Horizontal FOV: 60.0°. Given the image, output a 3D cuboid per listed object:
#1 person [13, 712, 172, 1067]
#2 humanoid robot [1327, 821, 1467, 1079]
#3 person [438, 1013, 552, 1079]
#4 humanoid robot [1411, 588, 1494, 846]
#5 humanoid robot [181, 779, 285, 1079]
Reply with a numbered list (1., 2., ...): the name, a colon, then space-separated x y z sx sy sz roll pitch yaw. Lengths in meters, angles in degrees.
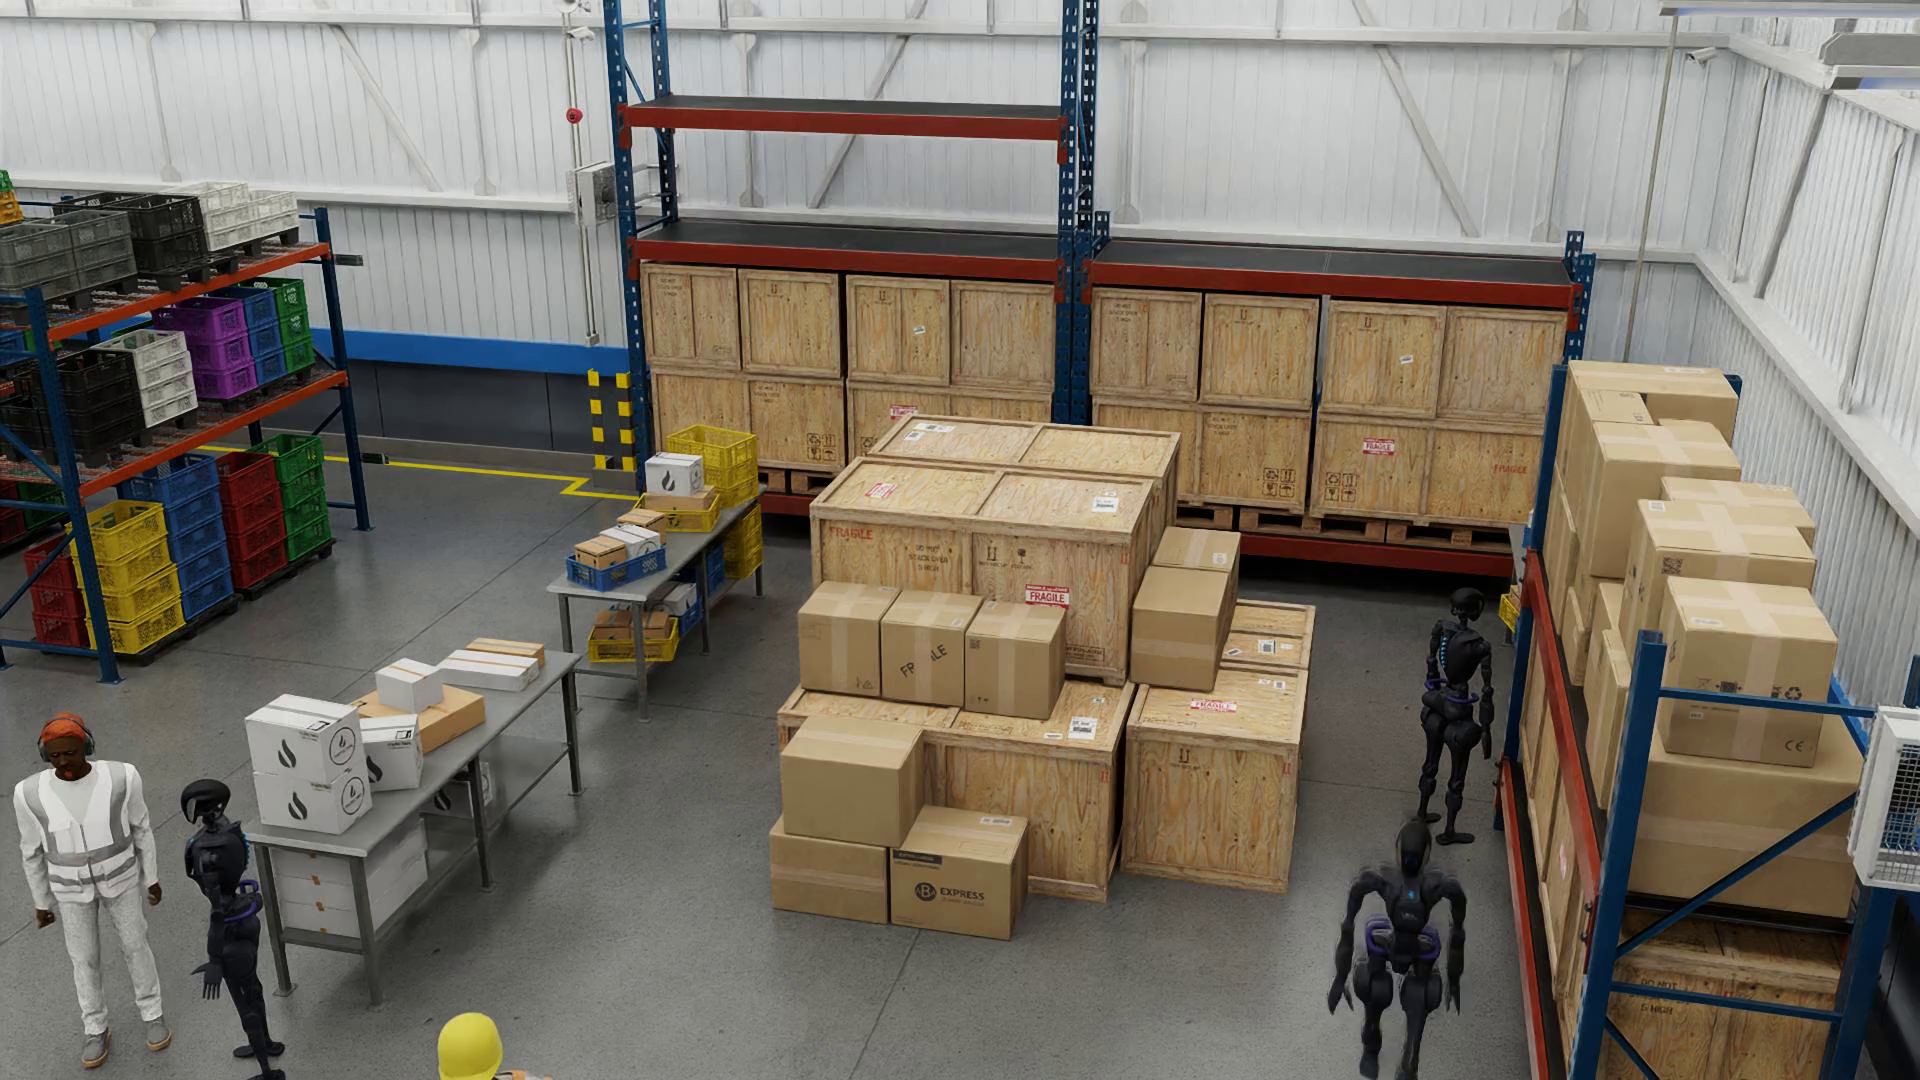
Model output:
1. person: -4.297 1.725 8.273 0.582 1.882 0.351 -10 23 -24
2. humanoid robot: 2.069 2.013 7.864 0.606 1.638 0.744 5 21 13
3. person: -1.696 2.540 6.078 0.594 1.925 0.368 -7 22 -18
4. humanoid robot: 3.059 1.066 10.266 0.327 1.657 0.589 -10 23 -25
5. humanoid robot: -3.557 1.901 8.076 0.329 1.660 0.587 -7 22 -17
